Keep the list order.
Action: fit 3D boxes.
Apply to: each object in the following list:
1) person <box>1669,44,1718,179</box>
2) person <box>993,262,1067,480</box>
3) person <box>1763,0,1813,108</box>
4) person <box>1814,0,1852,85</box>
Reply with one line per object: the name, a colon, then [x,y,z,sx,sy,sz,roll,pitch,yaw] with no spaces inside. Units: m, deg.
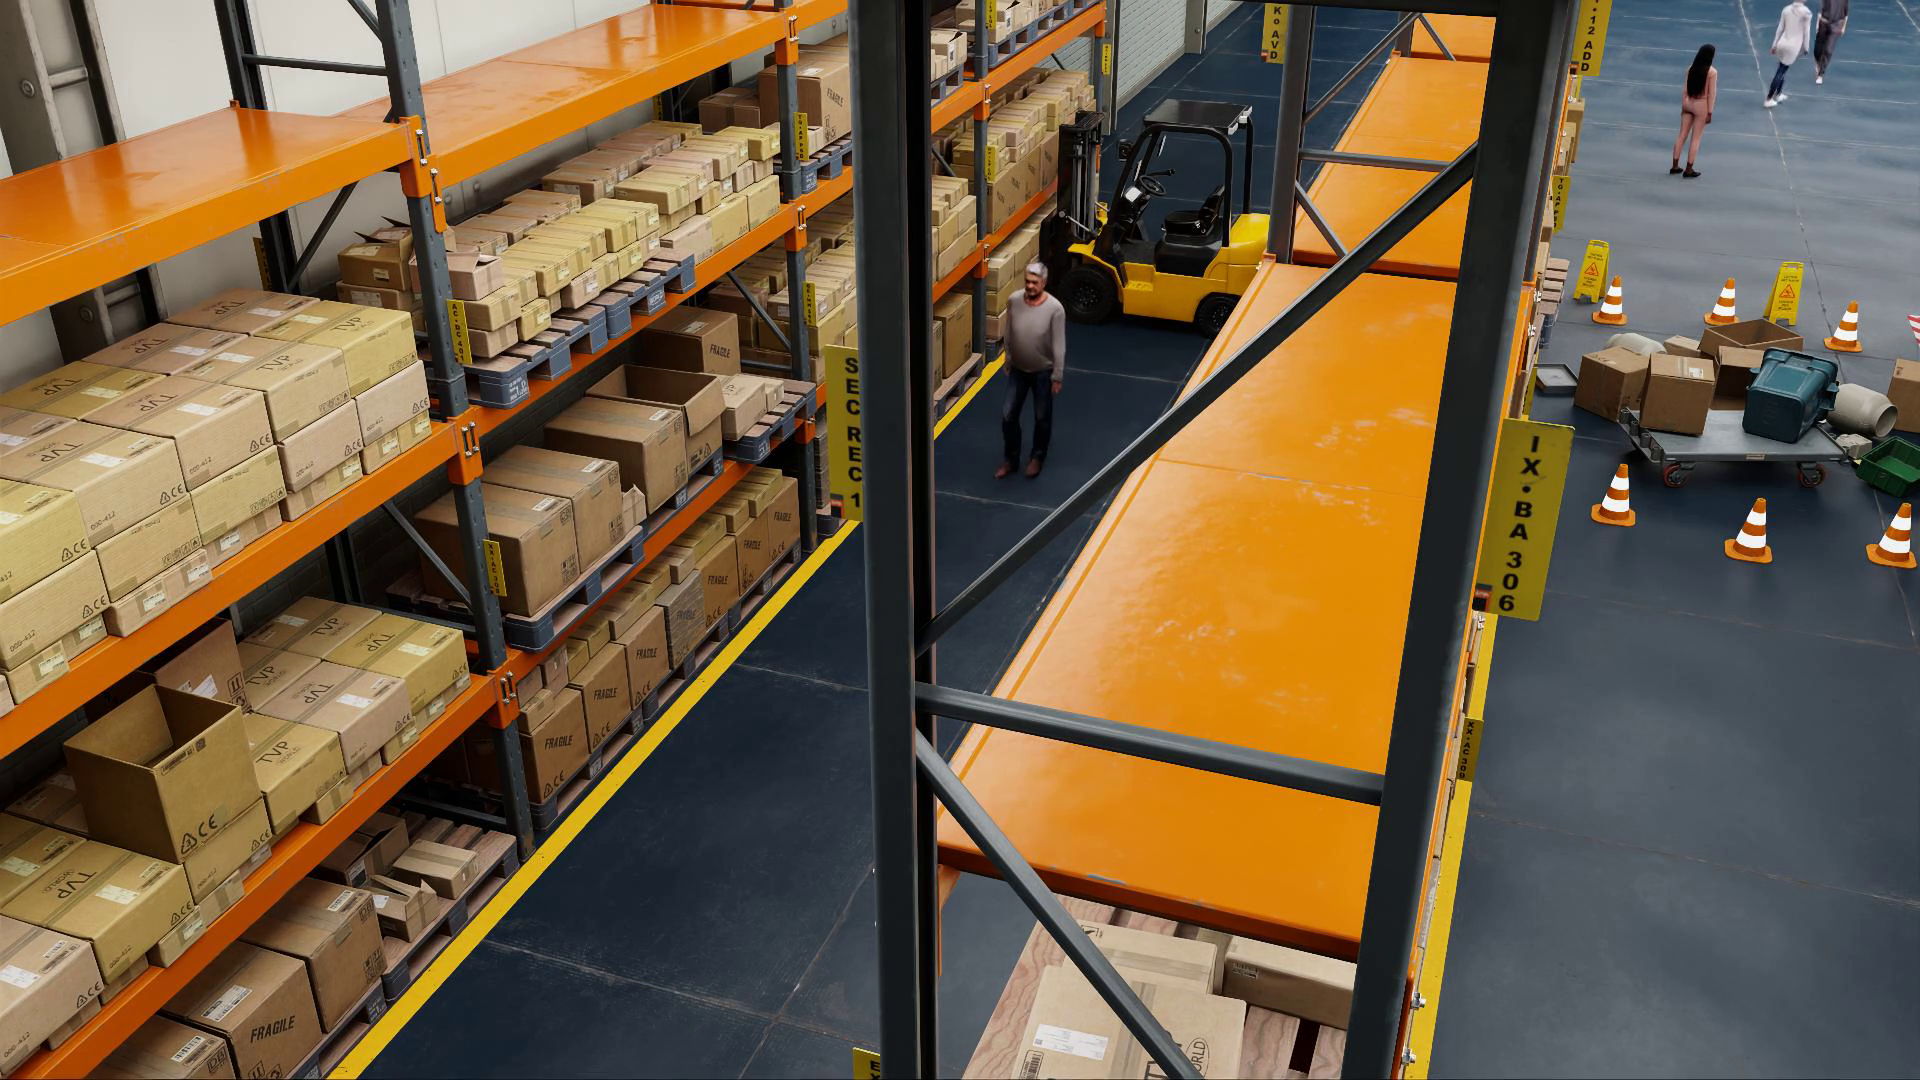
person: [9.726,-5.679,21.997,0.738,1.723,0.698,-16,32,-27]
person: [0.643,-1.448,13.873,0.821,1.892,0.850,15,31,25]
person: [12.561,-7.472,25.333,0.977,1.753,0.901,-16,32,-27]
person: [14.117,-8.326,26.953,0.719,1.738,1.059,15,32,26]
